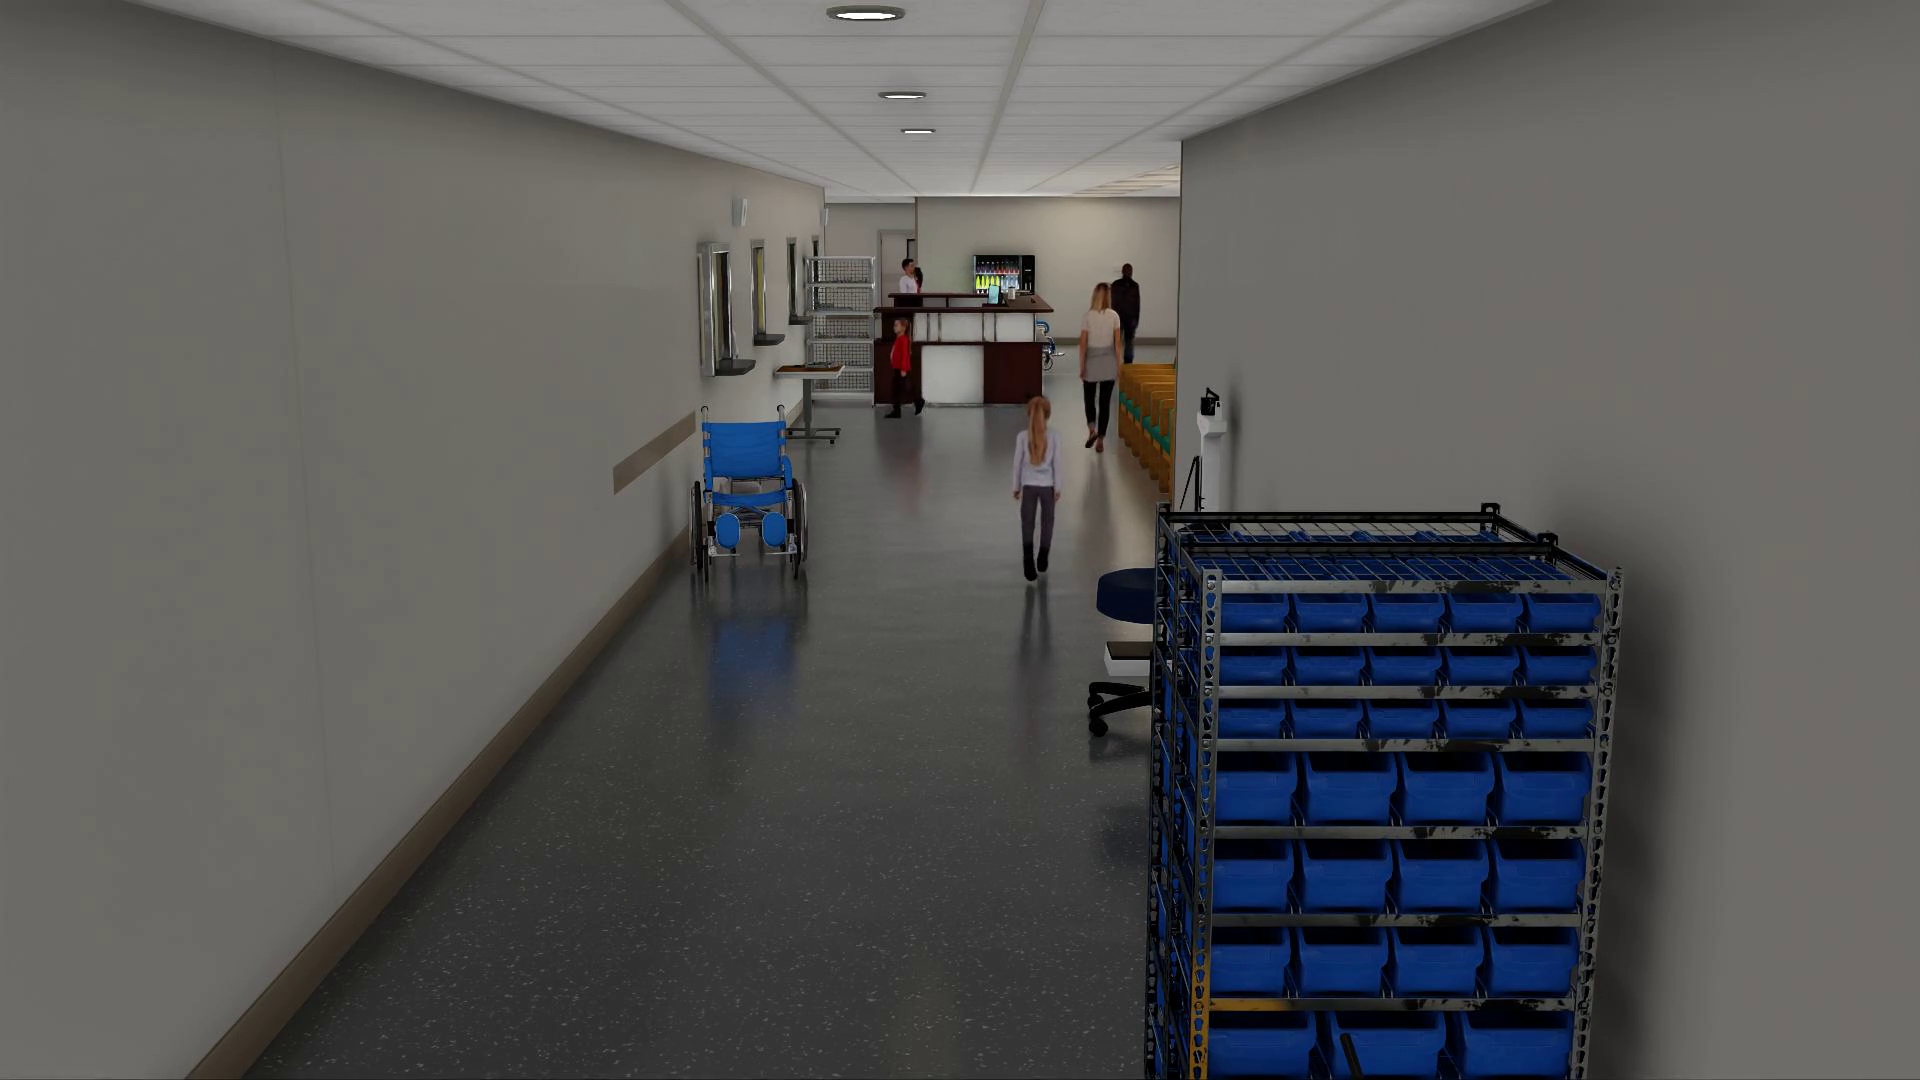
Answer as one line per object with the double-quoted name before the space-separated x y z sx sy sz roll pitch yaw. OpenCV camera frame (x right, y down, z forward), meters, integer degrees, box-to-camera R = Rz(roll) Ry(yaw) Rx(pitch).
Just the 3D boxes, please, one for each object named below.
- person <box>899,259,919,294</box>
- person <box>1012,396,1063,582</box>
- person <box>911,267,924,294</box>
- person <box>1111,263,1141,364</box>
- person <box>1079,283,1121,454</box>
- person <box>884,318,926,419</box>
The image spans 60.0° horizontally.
"person" -0.899 -4.018 29.260 0.689 1.852 0.733 4 11 19
"person" 0.533 -0.348 11.503 0.825 1.261 0.594 1 11 4
"person" -0.732 -4.068 29.959 0.586 1.689 0.567 0 11 -1
"person" 2.638 -3.584 27.117 1.119 1.798 0.837 -1 11 -7
"person" 1.515 -1.833 17.834 0.603 1.819 0.654 0 11 0
"person" -0.698 -2.162 21.038 0.817 1.270 0.659 -4 12 -22
